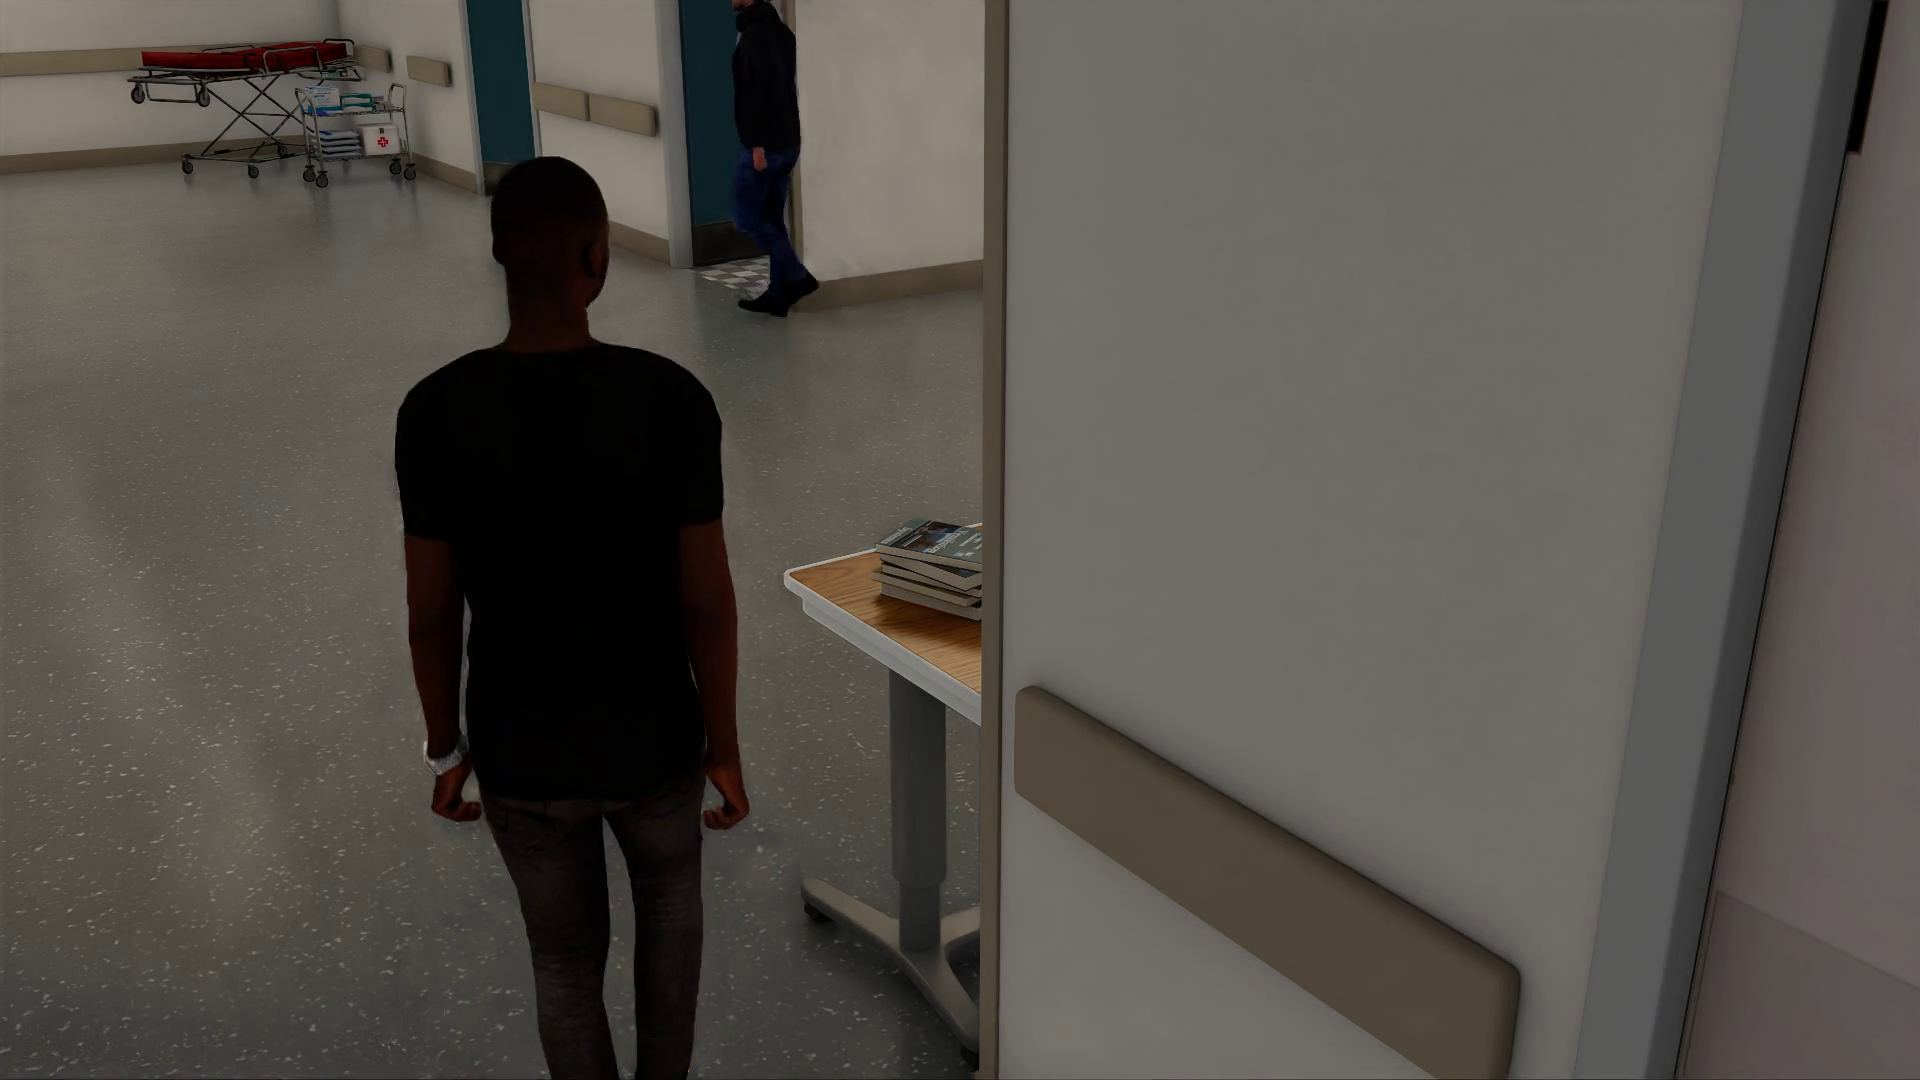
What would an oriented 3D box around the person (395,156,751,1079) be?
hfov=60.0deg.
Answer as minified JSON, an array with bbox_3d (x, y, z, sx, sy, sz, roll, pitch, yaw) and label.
[{"bbox_3d":[-0.581,0.350,2.544,0.768,1.792,0.770,-3,21,-9],"label":"person"}]

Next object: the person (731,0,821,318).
[{"bbox_3d":[-0.953,-2.116,8.939,0.950,1.876,0.886,6,22,15],"label":"person"}]
